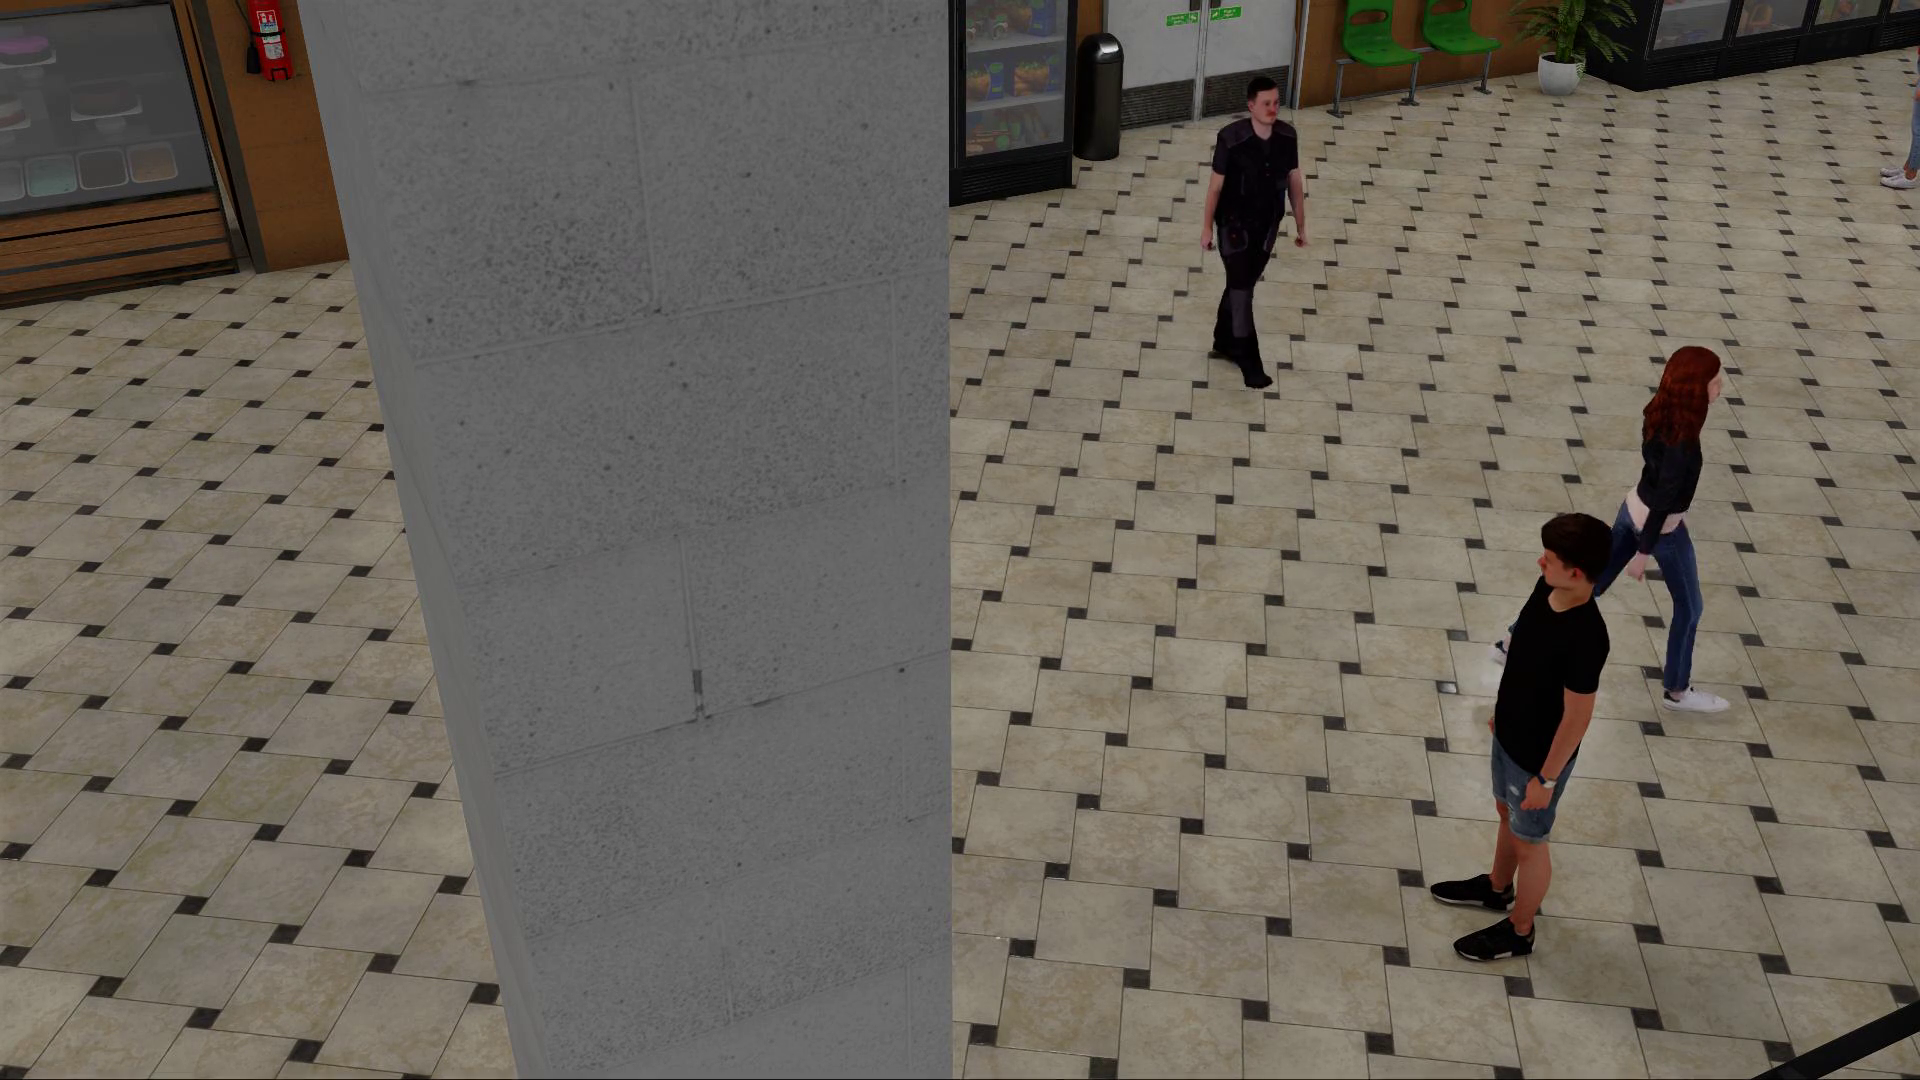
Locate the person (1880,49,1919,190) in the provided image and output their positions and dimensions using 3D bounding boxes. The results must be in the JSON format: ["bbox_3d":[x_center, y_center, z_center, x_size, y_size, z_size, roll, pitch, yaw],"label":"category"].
[{"bbox_3d":[7.500,-3.573,12.845,0.714,1.703,0.688,16,35,23],"label":"person"}]

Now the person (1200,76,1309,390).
[{"bbox_3d":[1.692,-1.895,10.041,0.752,1.817,1.047,-13,34,-20],"label":"person"}]

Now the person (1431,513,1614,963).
[{"bbox_3d":[2.040,0.696,5.848,0.802,1.846,0.659,0,32,0],"label":"person"}]

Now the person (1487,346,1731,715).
[{"bbox_3d":[2.829,-0.012,7.094,1.141,1.732,1.237,5,32,9],"label":"person"}]
